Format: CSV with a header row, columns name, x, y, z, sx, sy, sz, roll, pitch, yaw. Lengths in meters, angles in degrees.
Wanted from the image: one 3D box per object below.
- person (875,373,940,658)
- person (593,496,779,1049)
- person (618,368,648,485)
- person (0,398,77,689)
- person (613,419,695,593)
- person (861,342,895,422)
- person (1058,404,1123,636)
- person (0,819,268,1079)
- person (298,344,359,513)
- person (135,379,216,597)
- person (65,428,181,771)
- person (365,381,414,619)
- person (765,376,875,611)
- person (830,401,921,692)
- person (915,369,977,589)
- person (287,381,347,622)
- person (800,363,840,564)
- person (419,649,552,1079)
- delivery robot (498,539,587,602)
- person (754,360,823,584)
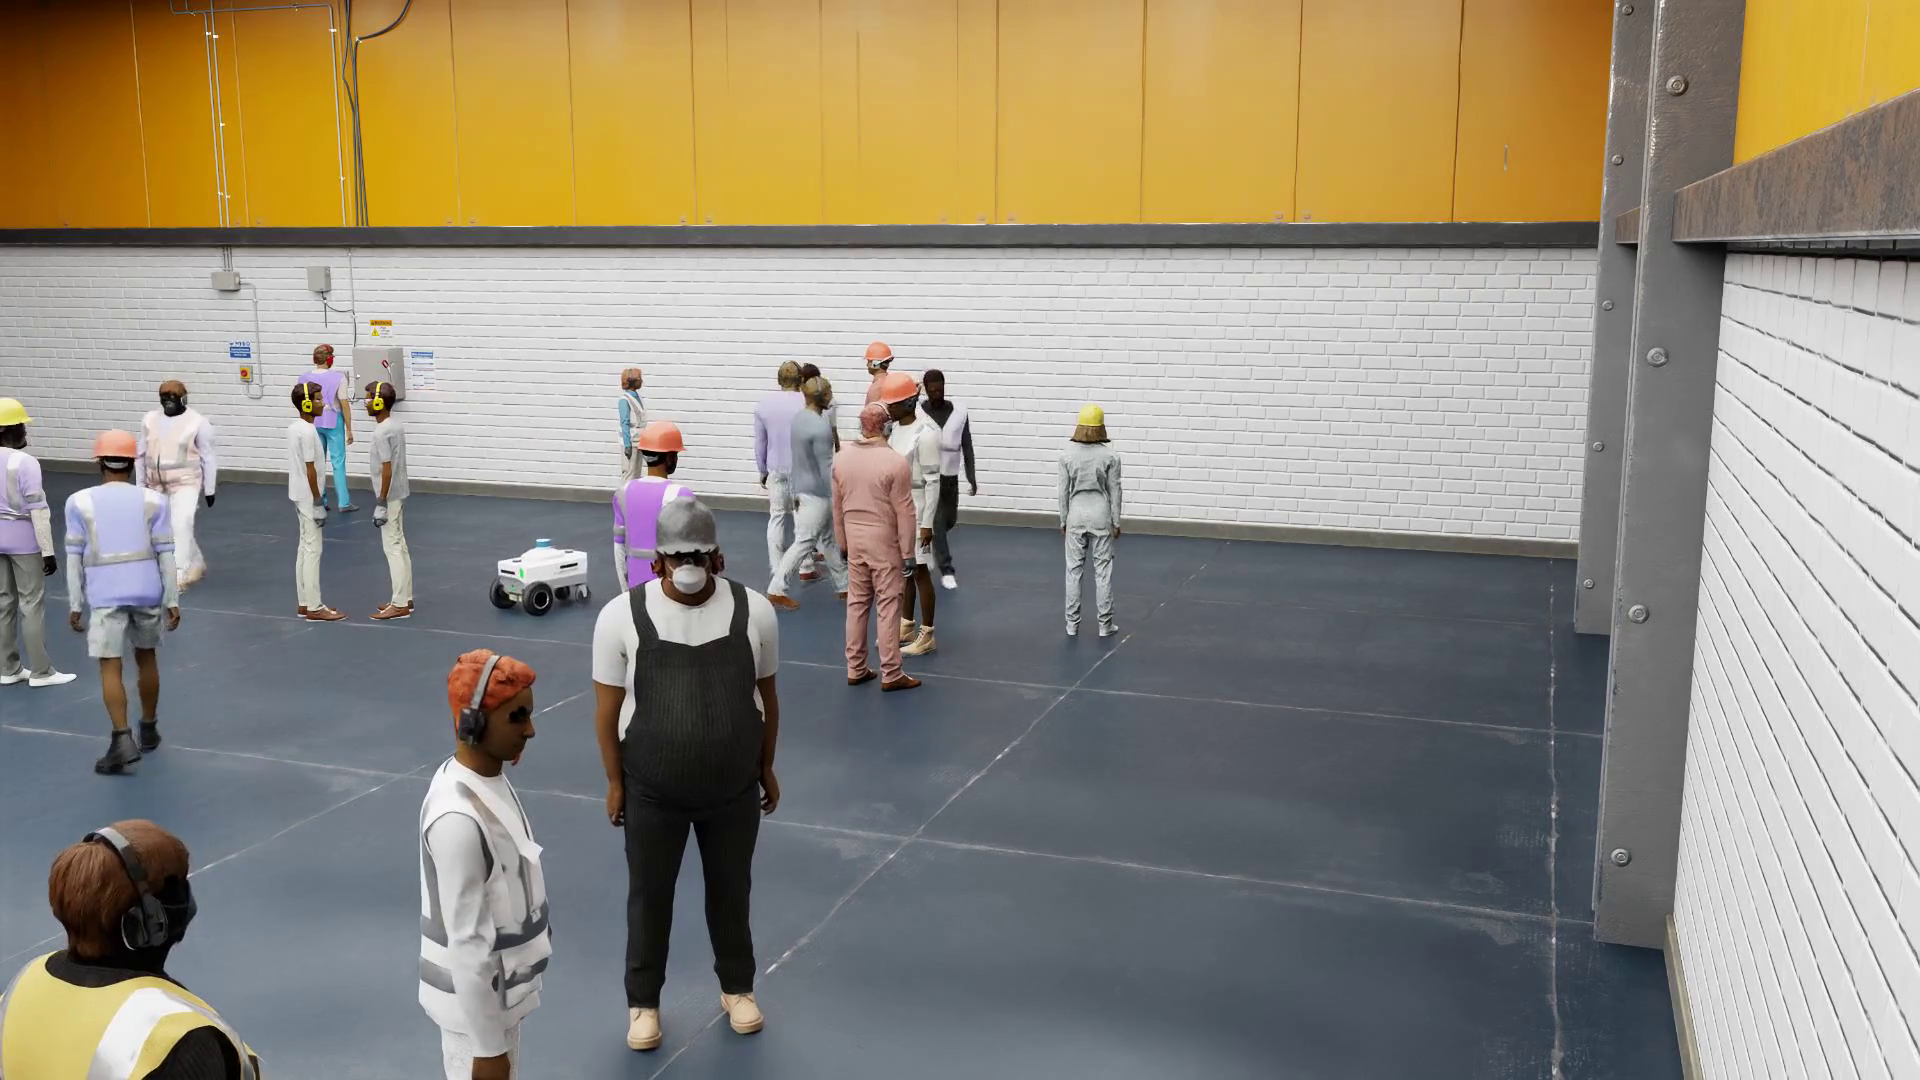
name,x,y,z,sx,sy,sz,roll,pitch,yaw
person,-0.393,-0.176,11.838,0.403,2.029,0.613,-6,12,-32
person,-0.967,0.843,6.075,0.684,2.000,0.536,-3,11,-17
person,-3.449,-0.995,17.554,0.306,1.639,0.524,1,10,6
person,-6.223,0.025,10.992,0.587,1.930,0.361,4,11,19
person,-1.706,0.274,9.568,0.552,1.935,0.374,5,11,25
person,-0.769,-0.921,16.135,0.376,1.995,0.609,3,10,16
person,0.976,-0.144,12.472,0.486,1.744,0.294,2,10,13
person,-1.563,1.440,3.270,0.627,1.846,0.429,6,12,32
person,-6.916,-1.205,18.150,0.563,1.847,0.394,1,10,8
person,-6.647,-0.470,14.136,0.628,1.810,0.900,2,10,10
person,-4.726,0.330,9.412,0.565,1.885,0.821,-6,12,-31
person,-4.500,-0.312,13.058,0.326,1.871,0.520,-1,10,-6
person,-1.172,-0.379,13.392,0.990,1.894,0.646,-4,11,-20
person,-0.533,0.043,10.957,0.651,1.906,0.409,7,12,36
person,-0.212,-0.561,14.427,0.623,1.881,0.847,-4,11,-22
person,-5.062,-0.300,13.000,0.334,1.869,0.521,-6,12,-31
person,-1.416,-0.720,15.452,0.535,1.831,0.868,-5,11,-27
person,-1.241,1.216,4.408,0.354,1.886,0.573,-2,10,-12
delivery robot,-3.356,0.236,13.412,0.477,0.478,0.707,8,13,37
person,-1.469,-0.585,14.398,0.631,1.938,0.362,3,11,19
